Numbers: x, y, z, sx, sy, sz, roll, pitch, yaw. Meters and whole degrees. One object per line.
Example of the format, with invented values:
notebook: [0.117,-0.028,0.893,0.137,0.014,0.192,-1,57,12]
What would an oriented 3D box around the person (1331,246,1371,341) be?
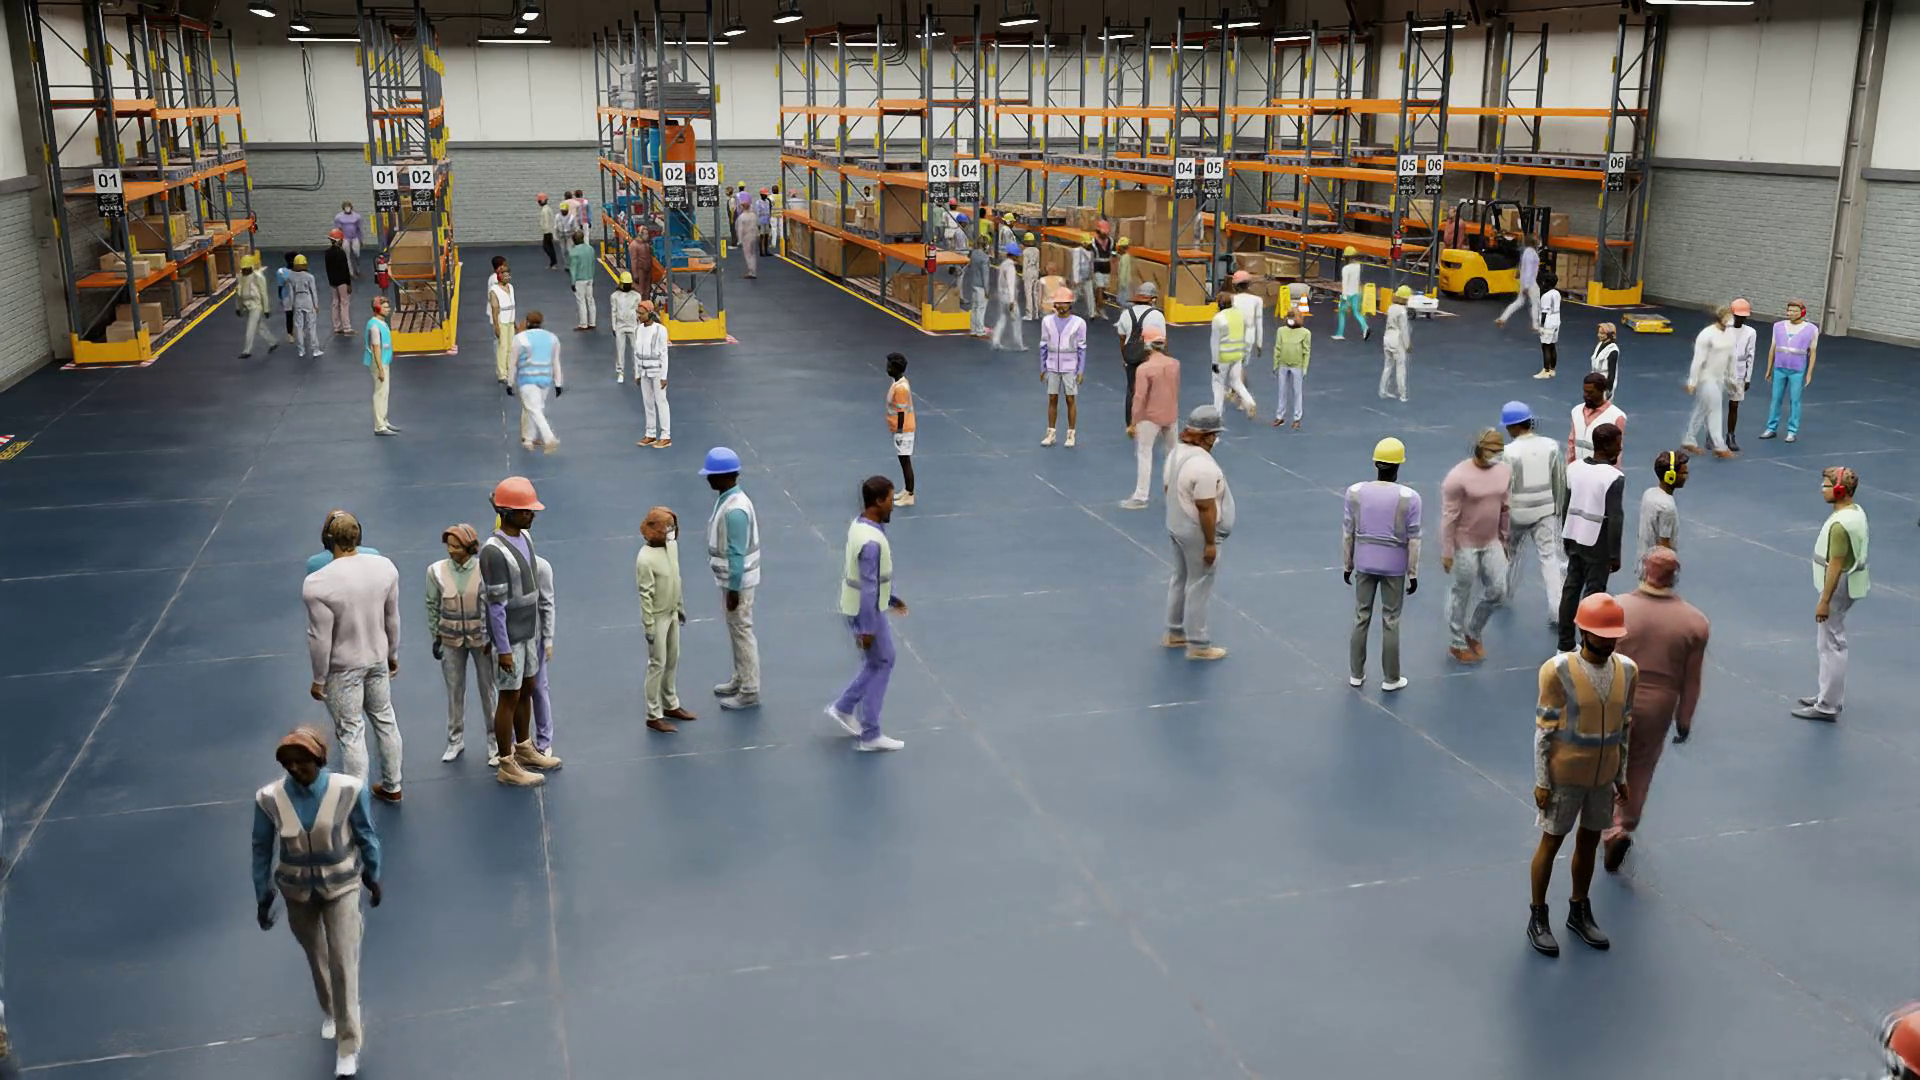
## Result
person: [7.196,-4.511,30.475,0.526,1.743,0.735,-10,18,-34]

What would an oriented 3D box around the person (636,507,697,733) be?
person: [-2.082,0.551,11.668,0.293,1.623,0.507,4,16,16]

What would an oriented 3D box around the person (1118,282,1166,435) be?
person: [2.453,-2.400,21.967,0.676,2.000,0.536,10,18,34]

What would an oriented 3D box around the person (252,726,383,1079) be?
person: [-2.940,1.648,7.574,0.531,1.598,0.822,-2,15,-8]

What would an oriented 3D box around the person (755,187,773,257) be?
person: [-5.507,-8.940,46.801,0.381,1.934,0.546,9,17,30]

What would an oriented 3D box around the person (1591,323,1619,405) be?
person: [8.117,-1.927,20.983,0.314,1.632,0.523,0,15,0]

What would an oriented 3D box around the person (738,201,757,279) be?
person: [-5.260,-7.414,41.131,0.414,1.894,0.664,9,17,30]

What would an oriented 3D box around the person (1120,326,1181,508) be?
person: [2.150,-1.321,18.064,0.894,1.964,0.473,-9,17,-31]

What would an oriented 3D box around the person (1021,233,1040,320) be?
person: [1.398,-5.299,33.453,0.325,1.740,0.492,13,20,41]

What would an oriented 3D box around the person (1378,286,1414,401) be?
person: [6.484,-2.903,24.556,0.433,1.709,0.509,-5,16,-17]

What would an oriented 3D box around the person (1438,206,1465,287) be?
person: [11.521,-6.849,38.968,0.401,1.906,0.650,-4,15,-15]

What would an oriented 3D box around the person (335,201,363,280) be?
person: [-14.957,-7.339,40.784,0.626,1.918,0.596,-7,16,-25]

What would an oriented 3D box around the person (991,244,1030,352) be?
person: [0.859,-4.238,29.145,0.693,1.905,0.657,-4,15,-14]

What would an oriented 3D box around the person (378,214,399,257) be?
person: [-15.916,-8.872,46.620,0.997,1.881,0.568,1,15,5]

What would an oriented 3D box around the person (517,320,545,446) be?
person: [-5.507,-2.017,21.329,0.281,1.625,0.493,-7,16,-24]

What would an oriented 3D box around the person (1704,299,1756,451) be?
person: [9.720,-2.078,20.979,0.543,1.929,0.384,2,15,7]

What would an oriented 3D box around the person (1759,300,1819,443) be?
person: [10.774,-2.197,21.576,0.373,1.843,0.570,-13,20,-41]

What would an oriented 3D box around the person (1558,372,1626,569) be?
person: [5.924,-0.625,15.550,0.387,1.906,0.603,-7,17,-26]

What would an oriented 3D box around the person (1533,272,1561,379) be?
person: [9.350,-3.402,26.417,0.322,1.690,0.532,12,19,37]

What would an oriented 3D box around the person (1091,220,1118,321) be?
person: [2.817,-5.449,33.503,0.612,2.018,0.911,-5,16,-19]

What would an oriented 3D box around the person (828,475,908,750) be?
person: [-0.617,0.489,11.373,0.514,1.894,0.605,-2,15,-9]

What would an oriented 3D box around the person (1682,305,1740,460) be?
person: [9.369,-1.930,20.462,0.656,1.898,0.943,-10,18,-33]

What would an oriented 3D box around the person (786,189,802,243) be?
person: [-5.059,-9.710,50.144,0.557,1.695,0.903,-12,19,-39]

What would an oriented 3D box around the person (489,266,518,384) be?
person: [-7.126,-3.359,25.988,0.404,1.831,0.574,4,15,14]

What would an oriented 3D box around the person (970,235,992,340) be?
person: [0.377,-4.649,30.658,0.367,1.932,0.622,-5,16,-19]

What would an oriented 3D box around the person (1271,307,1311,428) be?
person: [4.475,-2.331,22.489,0.500,1.633,0.285,9,17,30]

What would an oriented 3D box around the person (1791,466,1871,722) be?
person: [6.266,0.388,11.887,0.405,1.832,0.574,10,18,34]

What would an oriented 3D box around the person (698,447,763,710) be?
person: [-1.668,0.269,12.136,0.421,1.938,0.603,-4,15,-15]

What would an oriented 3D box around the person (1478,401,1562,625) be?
person: [4.857,-0.233,14.130,0.705,1.879,1.002,-3,15,-13]

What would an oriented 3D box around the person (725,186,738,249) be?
person: [-6.736,-9.505,49.103,0.336,1.838,0.512,-2,15,-8]

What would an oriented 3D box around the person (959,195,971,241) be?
person: [0.112,-9.463,49.170,0.595,1.711,0.521,-3,15,-10]

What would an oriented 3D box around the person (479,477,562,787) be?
person: [-2.840,0.588,10.745,0.405,2.035,0.606,2,15,6]

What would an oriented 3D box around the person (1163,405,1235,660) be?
person: [1.918,-0.077,13.226,0.536,2.000,0.688,-4,15,-16]

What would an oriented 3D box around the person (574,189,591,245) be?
person: [-10.820,-9.060,47.415,0.629,1.840,0.429,-1,15,-5]

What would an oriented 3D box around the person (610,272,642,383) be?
person: [-5.208,-3.330,26.061,0.487,1.738,0.320,-3,15,-12]

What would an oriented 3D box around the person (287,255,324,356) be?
person: [-11.334,-4.053,28.758,0.487,1.744,0.294,0,15,-1]

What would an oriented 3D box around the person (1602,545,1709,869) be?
person: [3.902,0.967,9.618,0.692,1.898,0.643,4,15,14]

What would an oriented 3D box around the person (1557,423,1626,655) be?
person: [4.953,0.029,13.072,0.398,1.915,0.589,-5,16,-19]

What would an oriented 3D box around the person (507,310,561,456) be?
person: [-5.280,-1.961,20.817,0.683,1.797,0.887,-13,20,-40]

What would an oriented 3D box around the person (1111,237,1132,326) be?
person: [3.228,-5.015,32.363,0.496,1.755,0.537,3,15,10]

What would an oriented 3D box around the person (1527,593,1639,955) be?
person: [3.229,1.202,8.610,0.544,1.939,0.354,-3,15,-12]
